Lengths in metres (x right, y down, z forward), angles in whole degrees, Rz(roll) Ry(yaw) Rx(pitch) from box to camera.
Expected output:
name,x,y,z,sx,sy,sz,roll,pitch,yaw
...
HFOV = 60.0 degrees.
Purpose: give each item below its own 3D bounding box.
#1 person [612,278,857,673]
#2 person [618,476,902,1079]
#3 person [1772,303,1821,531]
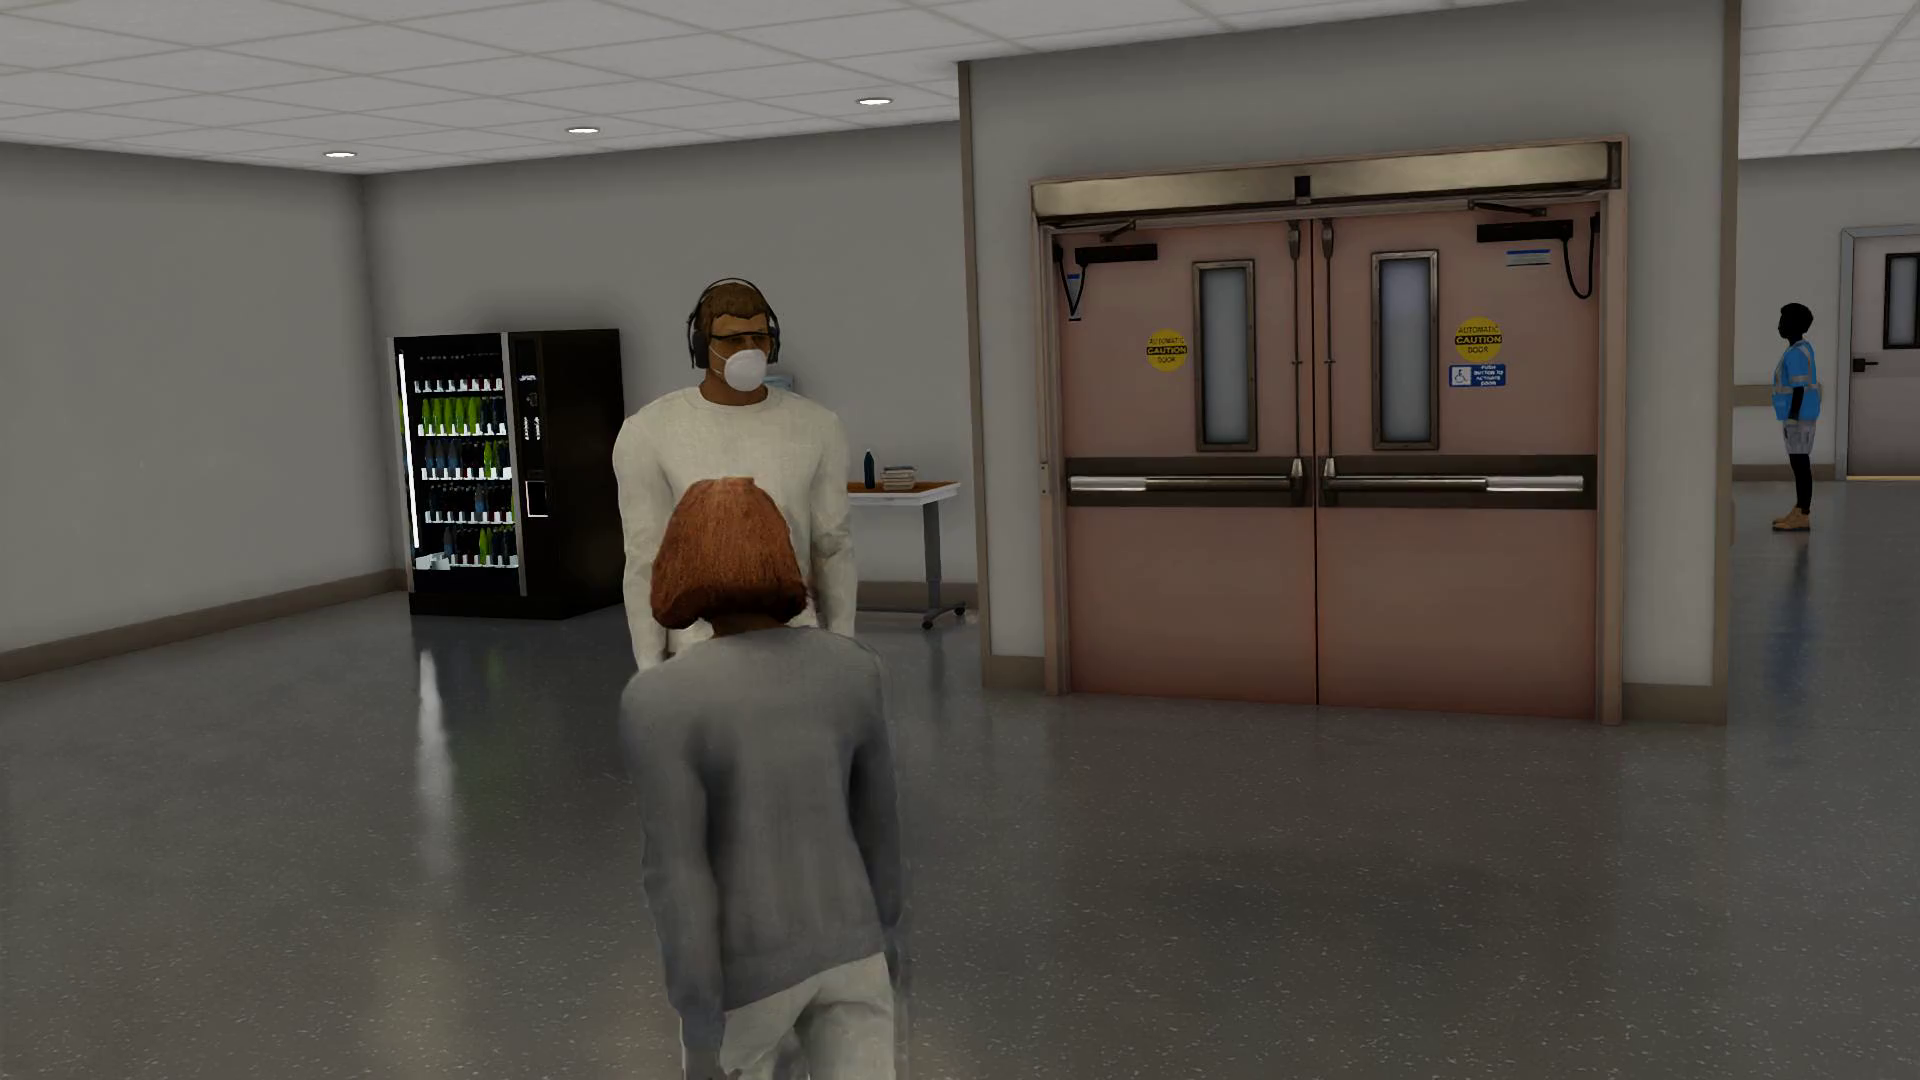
name,x,y,z,sx,sy,sz,roll,pitch,yaw
person,-0.559,0.292,4.352,0.622,1.932,0.367,-5,8,-20
person,-0.233,0.686,2.604,0.506,1.565,0.900,-7,9,-34
person,6.213,-0.909,12.362,0.322,1.697,0.535,2,9,30
